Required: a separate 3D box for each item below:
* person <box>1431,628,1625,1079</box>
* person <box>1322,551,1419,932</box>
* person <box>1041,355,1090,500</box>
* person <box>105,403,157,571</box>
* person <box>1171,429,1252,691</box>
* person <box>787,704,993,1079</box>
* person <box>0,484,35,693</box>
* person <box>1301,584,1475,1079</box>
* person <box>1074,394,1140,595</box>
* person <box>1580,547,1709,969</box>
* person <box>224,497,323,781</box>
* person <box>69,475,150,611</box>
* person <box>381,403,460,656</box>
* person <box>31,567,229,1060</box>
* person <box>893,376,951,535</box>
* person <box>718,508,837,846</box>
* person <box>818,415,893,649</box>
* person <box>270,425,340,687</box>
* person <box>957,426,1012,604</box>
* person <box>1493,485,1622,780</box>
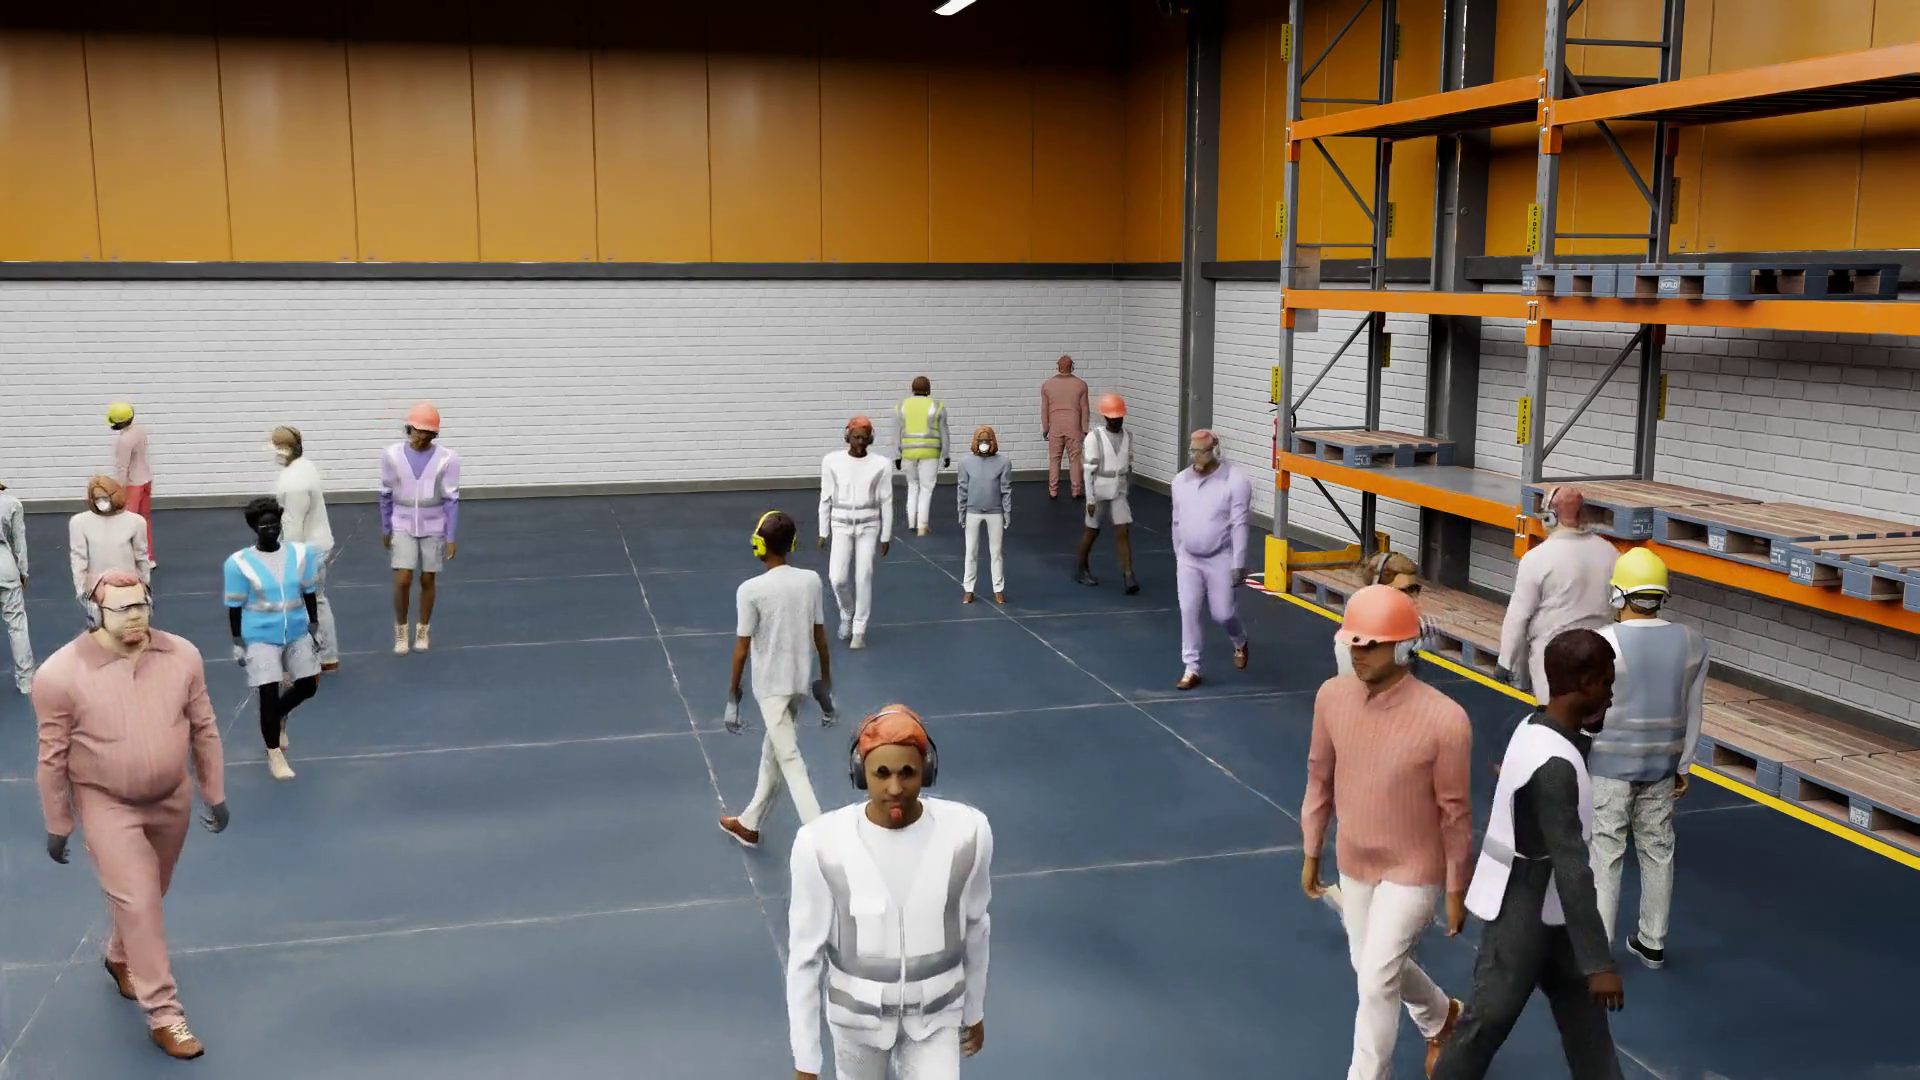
[{"bbox_3d":[1.936,1.218,5.259,1.011,1.857,0.629,4,10,24],"label":"person"},{"bbox_3d":[1.764,0.946,7.066,0.515,1.830,0.443,-7,12,-39],"label":"person"},{"bbox_3d":[1.397,-1.482,21.975,0.641,1.913,0.407,2,9,11],"label":"person"},{"bbox_3d":[-8.247,-0.521,16.611,0.344,1.722,0.627,-1,9,-8],"label":"person"},{"bbox_3d":[1.826,0.121,12.054,0.643,1.883,0.708,6,11,31],"label":"person"},{"bbox_3d":[-0.192,1.343,4.631,0.581,1.823,1.028,-1,9,-8],"label":"person"},{"bbox_3d":[-6.828,0.248,11.701,0.315,1.742,0.492,8,12,39],"label":"person"},{"bbox_3d":[1.534,1.089,5.790,0.902,1.963,0.630,-7,11,-37],"label":"person"},{"bbox_3d":[1.393,-0.438,15.567,0.586,1.874,1.021,-4,10,-24],"label":"person"},{"bbox_3d":[2.851,0.941,7.097,0.591,1.833,0.403,-1,9,-9],"label":"person"},{"bbox_3d":[-4.101,0.566,9.894,0.511,1.680,0.549,8,12,43],"label":"person"},{"bbox_3d":[-5.986,0.315,11.755,0.485,1.591,0.809,-4,10,-23],"label":"person"},{"bbox_3d":[-4.189,-0.077,12.962,0.617,1.992,0.641,-2,9,-11],"label":"person"},{"bbox_3d":[-3.262,1.012,6.563,0.969,1.867,0.656,7,11,37],"label":"person"},{"bbox_3d":[-0.413,-0.974,19.116,0.630,1.820,0.645,3,10,17],"label":"person"},{"bbox_3d":[-0.923,0.748,8.341,1.003,1.823,0.543,9,13,43],"label":"person"},{"bbox_3d":[-0.831,-0.059,13.230,0.596,1.864,0.421,0,9,2],"label":"person"},{"bbox_3d":[-4.800,0.098,12.134,0.453,1.908,0.667,-3,10,-17],"label":"person"},{"bbox_3d":[0.222,-0.226,15.039,0.496,1.626,0.287,1,9,4],"label":"person"},{"bbox_3d":[3.161,0.629,8.956,0.642,1.854,0.973,-5,10,-26],"label":"person"}]
